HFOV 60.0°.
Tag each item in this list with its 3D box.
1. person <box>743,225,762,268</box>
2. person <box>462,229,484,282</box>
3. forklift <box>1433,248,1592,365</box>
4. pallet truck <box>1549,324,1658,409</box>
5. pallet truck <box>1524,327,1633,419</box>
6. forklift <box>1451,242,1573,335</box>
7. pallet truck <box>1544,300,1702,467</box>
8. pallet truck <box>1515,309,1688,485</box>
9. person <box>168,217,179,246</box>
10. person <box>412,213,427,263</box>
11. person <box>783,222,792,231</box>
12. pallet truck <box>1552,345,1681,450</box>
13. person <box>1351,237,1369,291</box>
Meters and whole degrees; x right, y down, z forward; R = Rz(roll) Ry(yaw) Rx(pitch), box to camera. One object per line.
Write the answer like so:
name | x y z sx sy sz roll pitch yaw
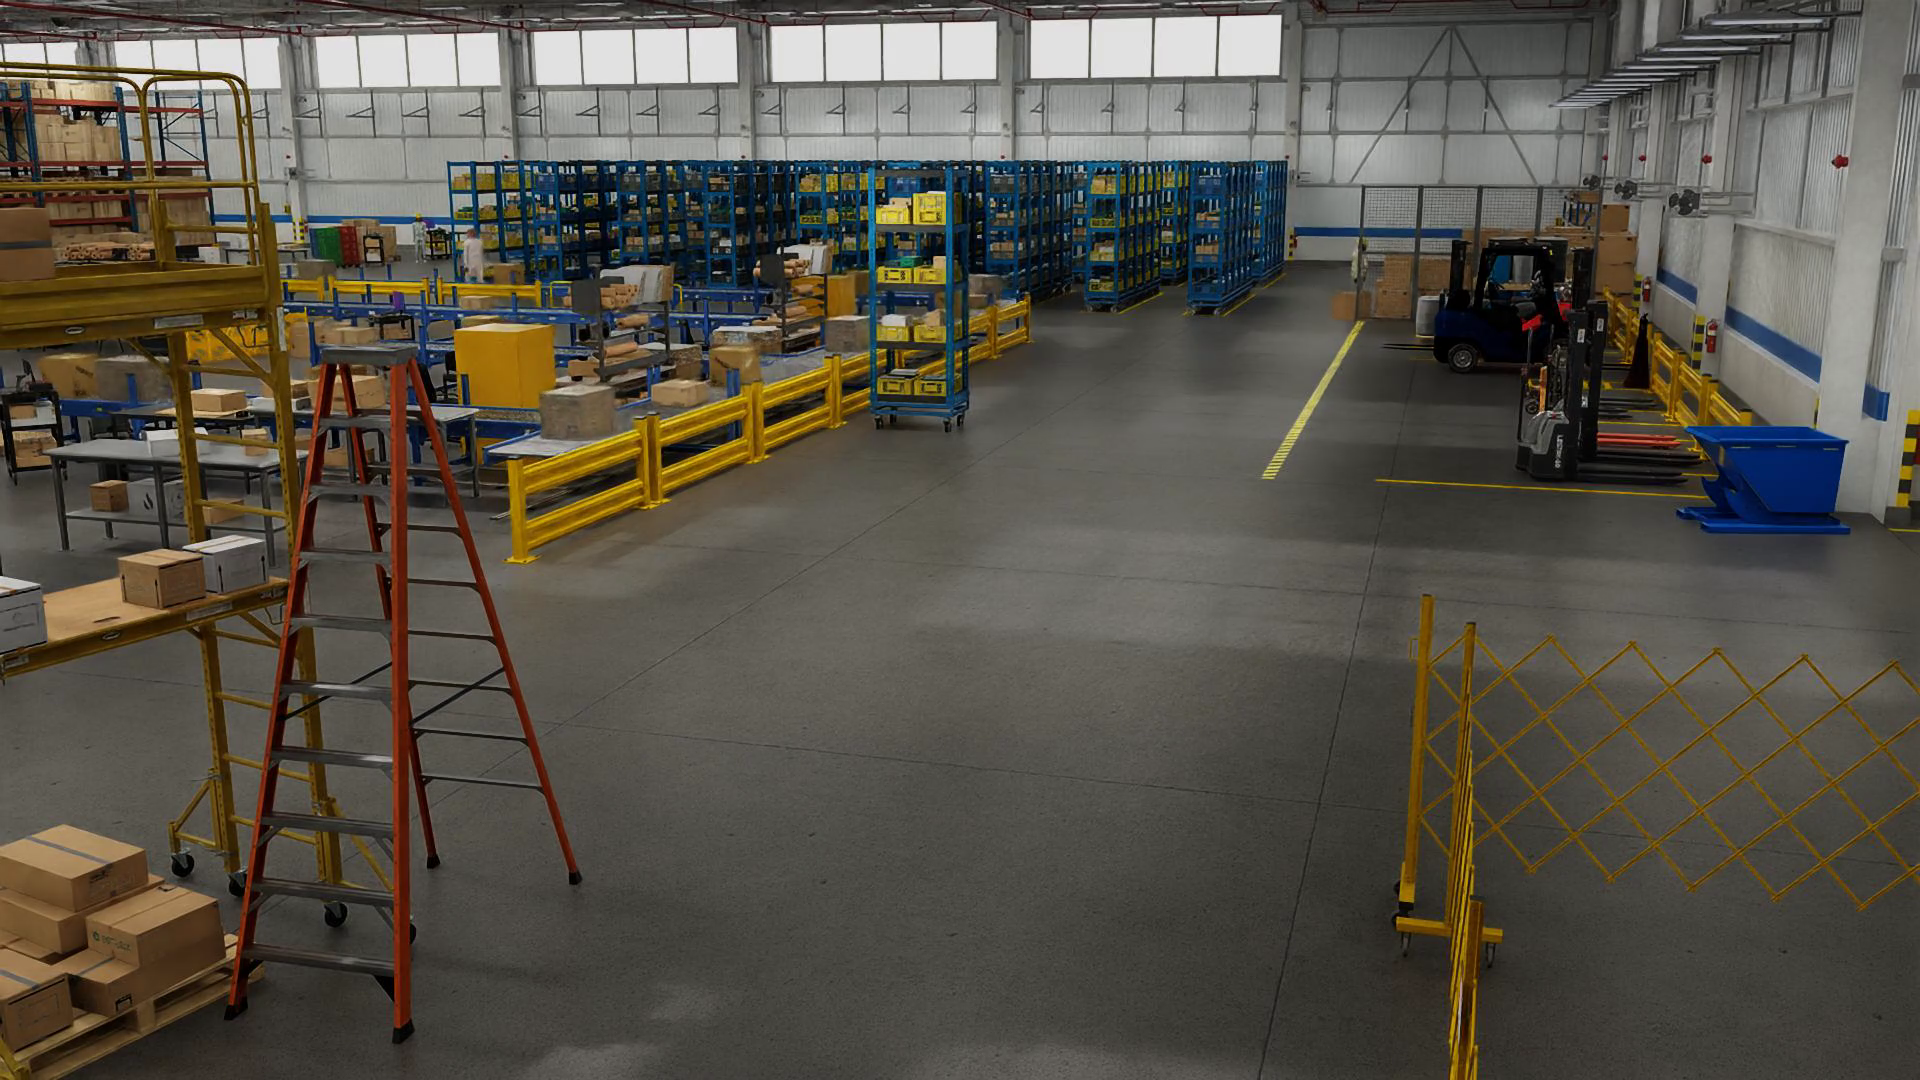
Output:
person | -6.066 -8.392 48.525 0.613 1.975 0.701 2 13 8
person | -12.868 -7.236 43.751 0.958 1.863 0.671 11 17 38
forklift | 9.780 -4.111 29.280 2.680 1.987 1.157 3 13 14
pallet truck | 9.824 -2.669 25.407 1.601 1.201 0.680 4 14 16
pallet truck | 9.065 -2.460 24.370 1.522 1.261 0.704 3 13 14
forklift | 10.464 -4.597 31.405 2.680 1.987 1.157 4 14 16
pallet truck | 8.263 -1.952 20.631 1.885 1.965 0.823 5 14 20
pallet truck | 7.554 -1.677 19.446 1.885 1.965 0.823 3 13 14
person | -24.469 -9.055 51.422 0.609 1.946 0.405 -5 14 -22
person | -19.178 -10.717 59.047 0.487 1.744 0.295 -4 14 -17
person | -5.243 -8.660 49.955 0.563 1.837 0.389 -3 13 -13
pallet truck | 8.641 -1.896 21.908 1.630 1.274 0.653 4 14 16
person | 9.722 -6.446 40.437 0.404 1.824 0.586 8 15 31
